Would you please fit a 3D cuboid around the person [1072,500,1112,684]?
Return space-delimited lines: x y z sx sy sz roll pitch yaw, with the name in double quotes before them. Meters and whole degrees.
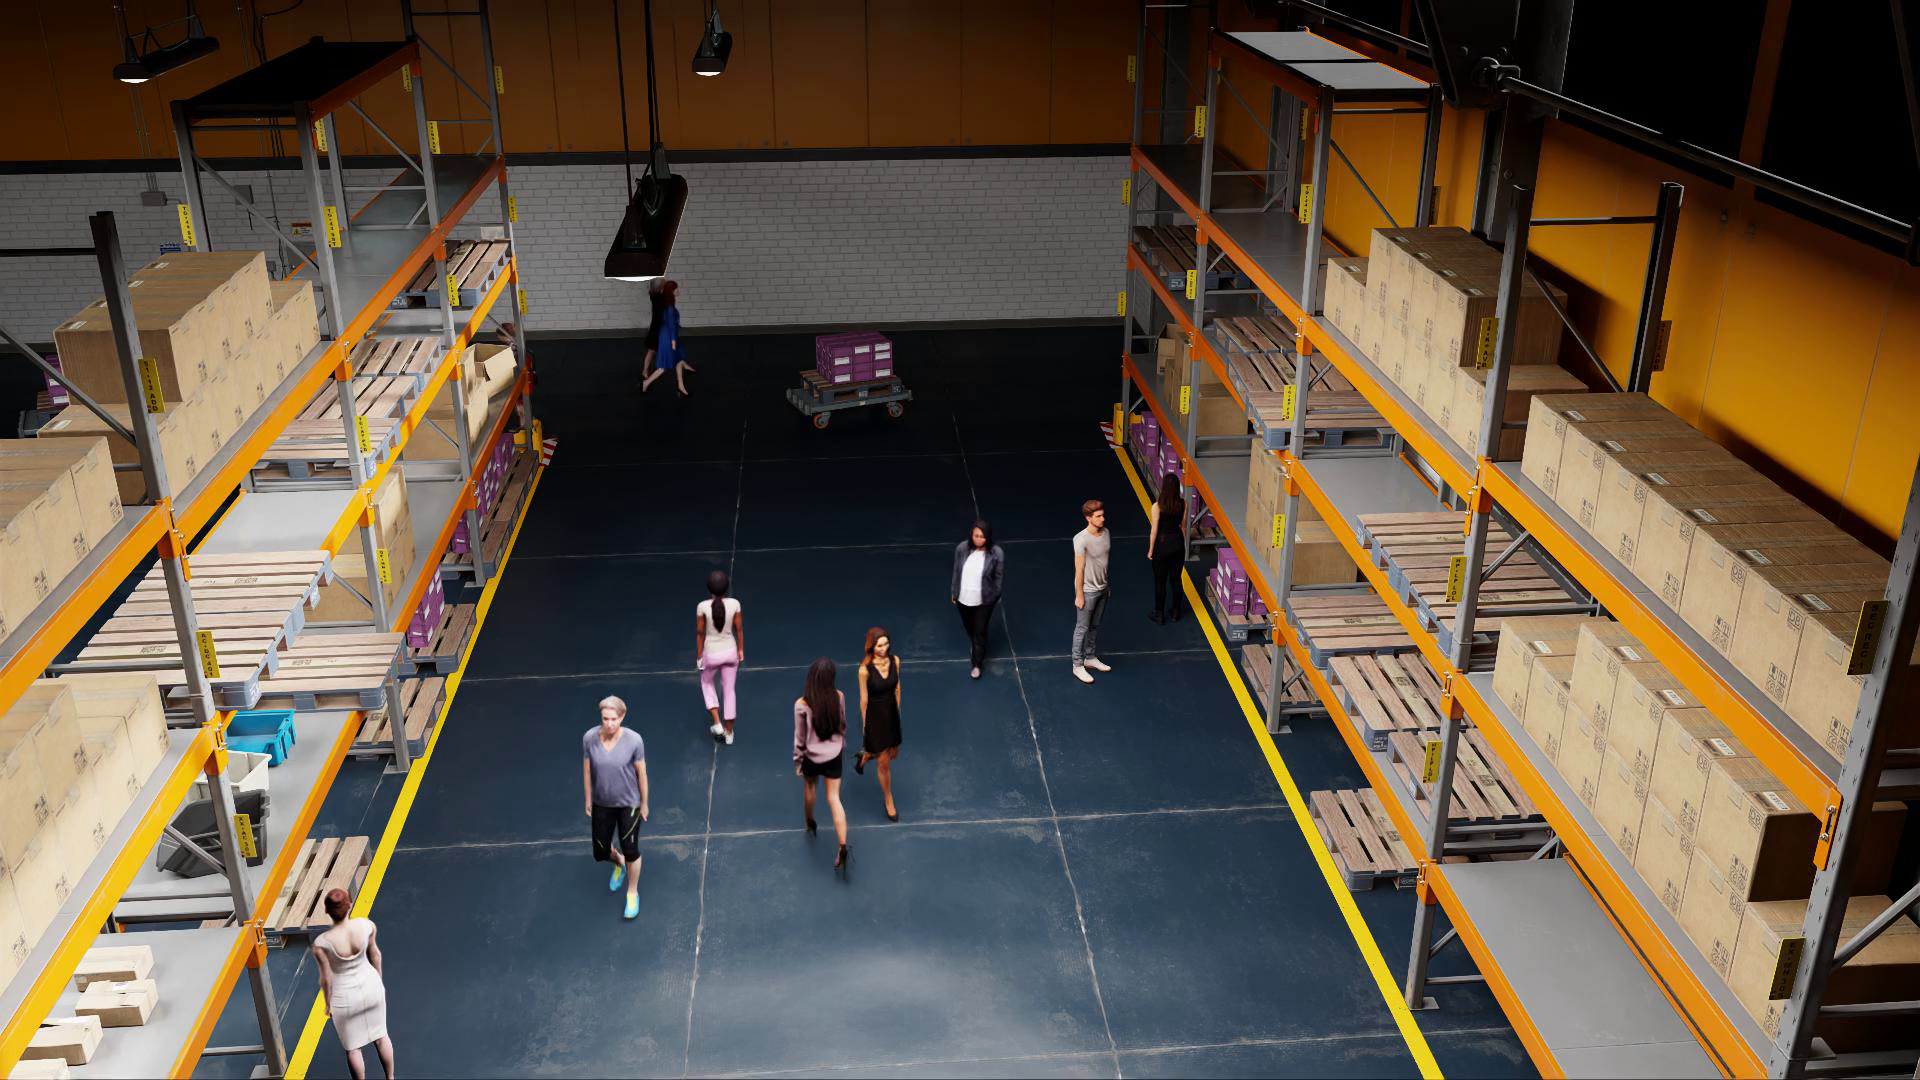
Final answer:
"person" 1.306 0.471 16.563 0.788 1.898 0.724 18 29 35

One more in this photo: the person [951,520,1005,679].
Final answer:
"person" 0.171 0.533 16.828 0.896 1.572 1.116 6 24 14

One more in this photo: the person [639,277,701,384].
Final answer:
"person" -4.608 -3.143 25.078 0.757 1.701 1.126 -6 24 -13

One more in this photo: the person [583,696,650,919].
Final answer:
"person" -2.668 2.031 13.025 0.742 1.874 0.824 2 24 4

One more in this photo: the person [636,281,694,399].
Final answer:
"person" -4.349 -2.886 24.367 0.771 1.799 1.021 -6 24 -13

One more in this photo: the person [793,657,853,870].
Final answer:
"person" -1.069 1.857 13.563 0.915 1.762 1.208 -11 26 -24

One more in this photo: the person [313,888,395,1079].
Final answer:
"person" -3.952 3.009 10.889 0.632 1.792 0.644 -17 29 -34

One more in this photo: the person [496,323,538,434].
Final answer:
"person" -6.082 -2.227 23.062 0.702 1.636 0.644 0 24 0

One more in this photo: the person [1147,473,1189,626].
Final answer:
"person" 2.210 0.090 17.697 0.640 1.687 0.614 -8 25 -18

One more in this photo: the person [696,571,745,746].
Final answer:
"person" -2.196 1.116 15.299 0.657 1.730 0.657 -7 25 -15

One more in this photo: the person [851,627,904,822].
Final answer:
"person" -0.730 1.540 14.218 0.831 1.818 0.985 -16 28 -32
